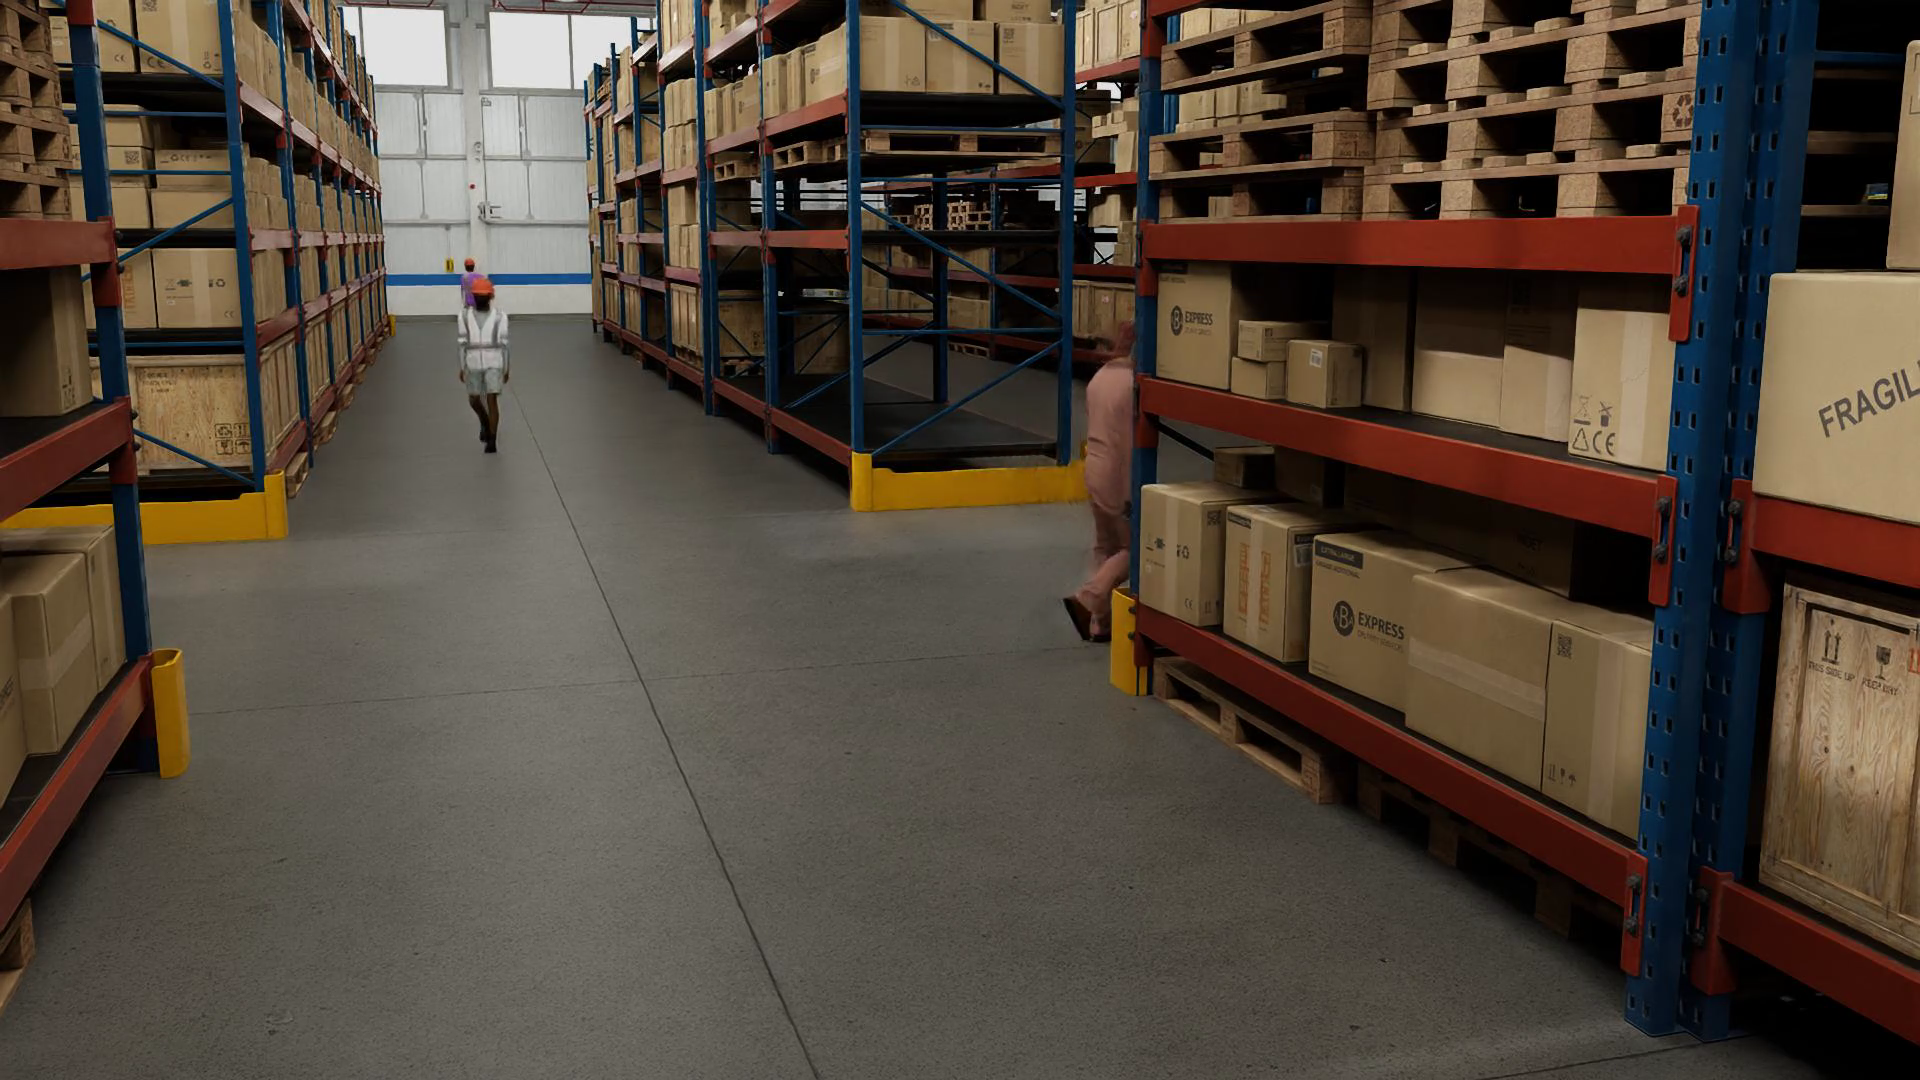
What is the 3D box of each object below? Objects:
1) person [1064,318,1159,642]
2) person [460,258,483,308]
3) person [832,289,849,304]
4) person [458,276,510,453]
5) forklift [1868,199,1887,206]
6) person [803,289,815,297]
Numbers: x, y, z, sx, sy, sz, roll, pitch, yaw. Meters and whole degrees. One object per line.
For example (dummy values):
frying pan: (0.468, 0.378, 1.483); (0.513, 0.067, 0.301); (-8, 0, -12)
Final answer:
person: (0.857, -0.309, 9.469); (0.556, 1.892, 0.664); (-4, 11, -21)
person: (-10.655, -5.225, 36.422); (0.542, 1.899, 0.977); (-6, 12, -30)
person: (-3.208, -6.527, 43.546); (0.709, 1.896, 0.670); (-6, 12, -31)
person: (-5.211, -1.935, 18.282); (0.550, 1.927, 0.565); (-1, 10, -4)
forklift: (11.338, -2.915, 21.052); (1.129, 2.768, 1.873); (-3, 11, -17)
person: (-3.681, -5.671, 39.418); (0.497, 1.698, 0.911); (0, 10, 0)
